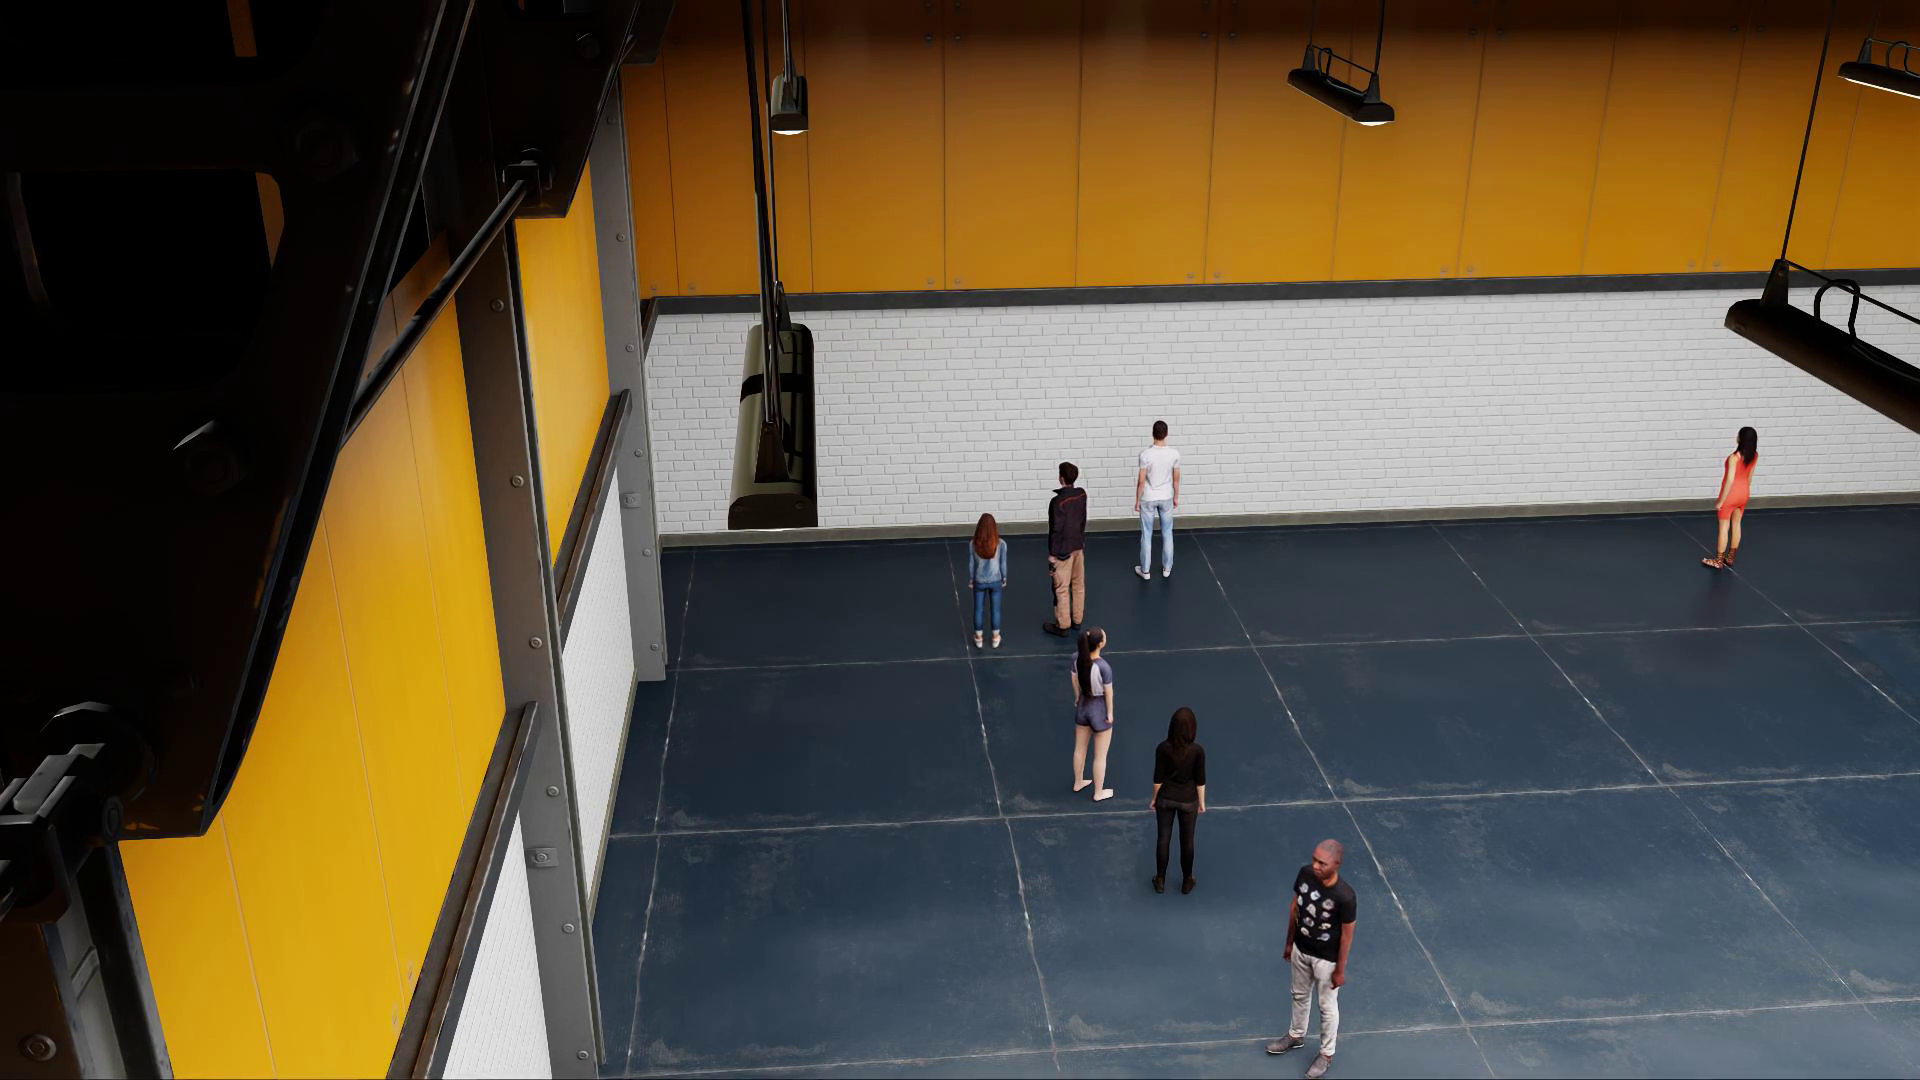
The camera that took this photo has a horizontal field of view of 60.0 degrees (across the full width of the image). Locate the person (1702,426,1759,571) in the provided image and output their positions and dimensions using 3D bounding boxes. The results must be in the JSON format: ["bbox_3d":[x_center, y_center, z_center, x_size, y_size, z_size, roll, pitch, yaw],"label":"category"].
[{"bbox_3d":[8.857,-0.490,19.024,0.658,1.719,0.639,-11,26,-24],"label":"person"}]

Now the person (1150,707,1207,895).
[{"bbox_3d":[1.732,2.075,13.254,0.637,1.641,0.579,4,24,8],"label":"person"}]

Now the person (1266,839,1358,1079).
[{"bbox_3d":[2.454,2.814,11.360,0.822,1.805,0.730,-19,30,-36],"label":"person"}]

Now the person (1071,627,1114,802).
[{"bbox_3d":[1.160,1.507,14.543,0.661,1.651,0.731,20,31,39],"label":"person"}]

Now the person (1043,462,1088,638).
[{"bbox_3d":[1.124,0.092,17.437,0.794,1.925,0.827,-21,31,-39],"label":"person"}]

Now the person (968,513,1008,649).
[{"bbox_3d":[0.287,0.420,17.249,0.579,1.475,0.531,1,24,3],"label":"person"}]

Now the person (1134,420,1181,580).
[{"bbox_3d":[2.221,-0.457,18.786,0.680,1.851,0.564,-4,24,-10],"label":"person"}]
